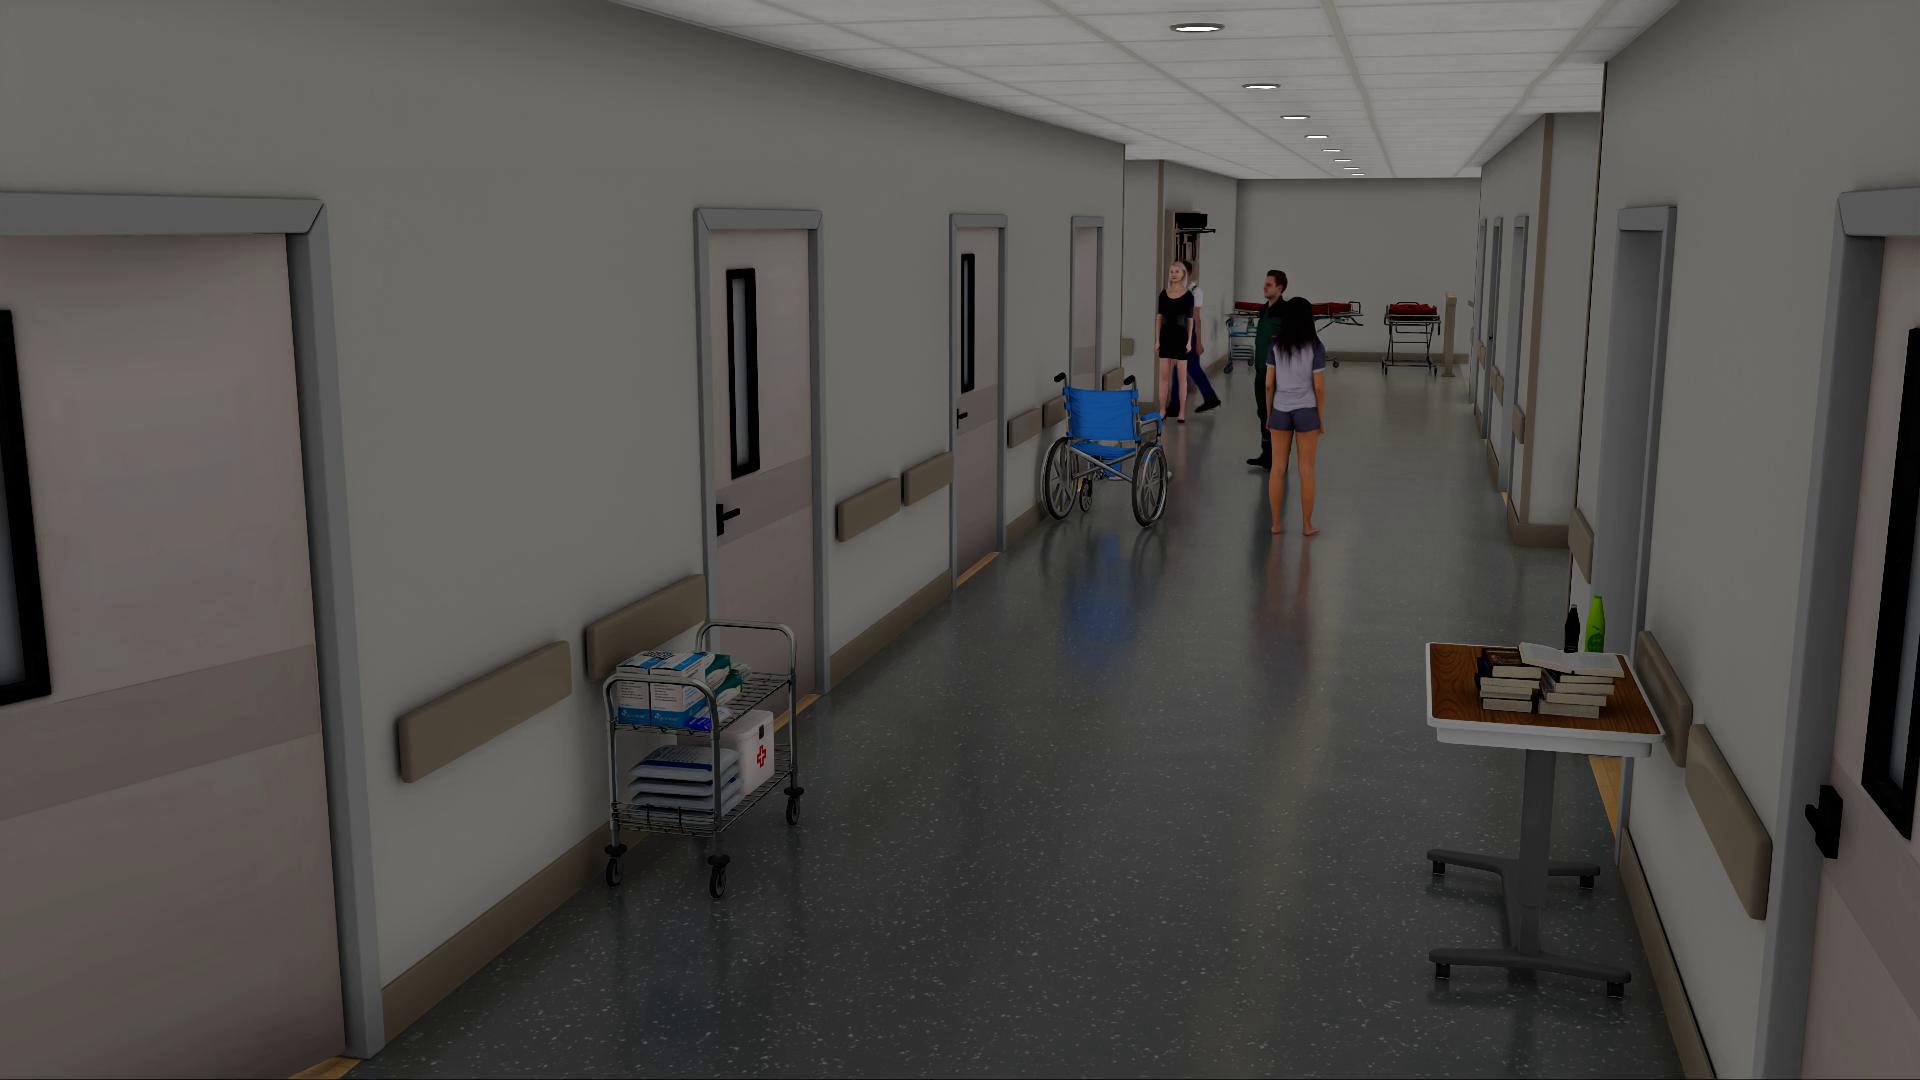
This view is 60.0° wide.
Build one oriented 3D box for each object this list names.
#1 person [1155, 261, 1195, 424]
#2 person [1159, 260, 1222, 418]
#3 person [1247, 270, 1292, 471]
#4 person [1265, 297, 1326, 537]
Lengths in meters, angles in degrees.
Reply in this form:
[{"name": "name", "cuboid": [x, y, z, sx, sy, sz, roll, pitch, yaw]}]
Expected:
[{"name": "person", "cuboid": [2.454, -2.266, 19.055, 0.582, 1.830, 0.502, 3, 11, 17]}, {"name": "person", "cuboid": [2.761, -2.346, 19.540, 1.141, 1.805, 1.180, -4, 11, -20]}, {"name": "person", "cuboid": [2.905, -1.574, 15.362, 0.793, 1.842, 0.718, -5, 12, -25]}, {"name": "person", "cuboid": [2.445, -0.907, 12.154, 0.613, 1.733, 0.546, 5, 12, 23]}]
